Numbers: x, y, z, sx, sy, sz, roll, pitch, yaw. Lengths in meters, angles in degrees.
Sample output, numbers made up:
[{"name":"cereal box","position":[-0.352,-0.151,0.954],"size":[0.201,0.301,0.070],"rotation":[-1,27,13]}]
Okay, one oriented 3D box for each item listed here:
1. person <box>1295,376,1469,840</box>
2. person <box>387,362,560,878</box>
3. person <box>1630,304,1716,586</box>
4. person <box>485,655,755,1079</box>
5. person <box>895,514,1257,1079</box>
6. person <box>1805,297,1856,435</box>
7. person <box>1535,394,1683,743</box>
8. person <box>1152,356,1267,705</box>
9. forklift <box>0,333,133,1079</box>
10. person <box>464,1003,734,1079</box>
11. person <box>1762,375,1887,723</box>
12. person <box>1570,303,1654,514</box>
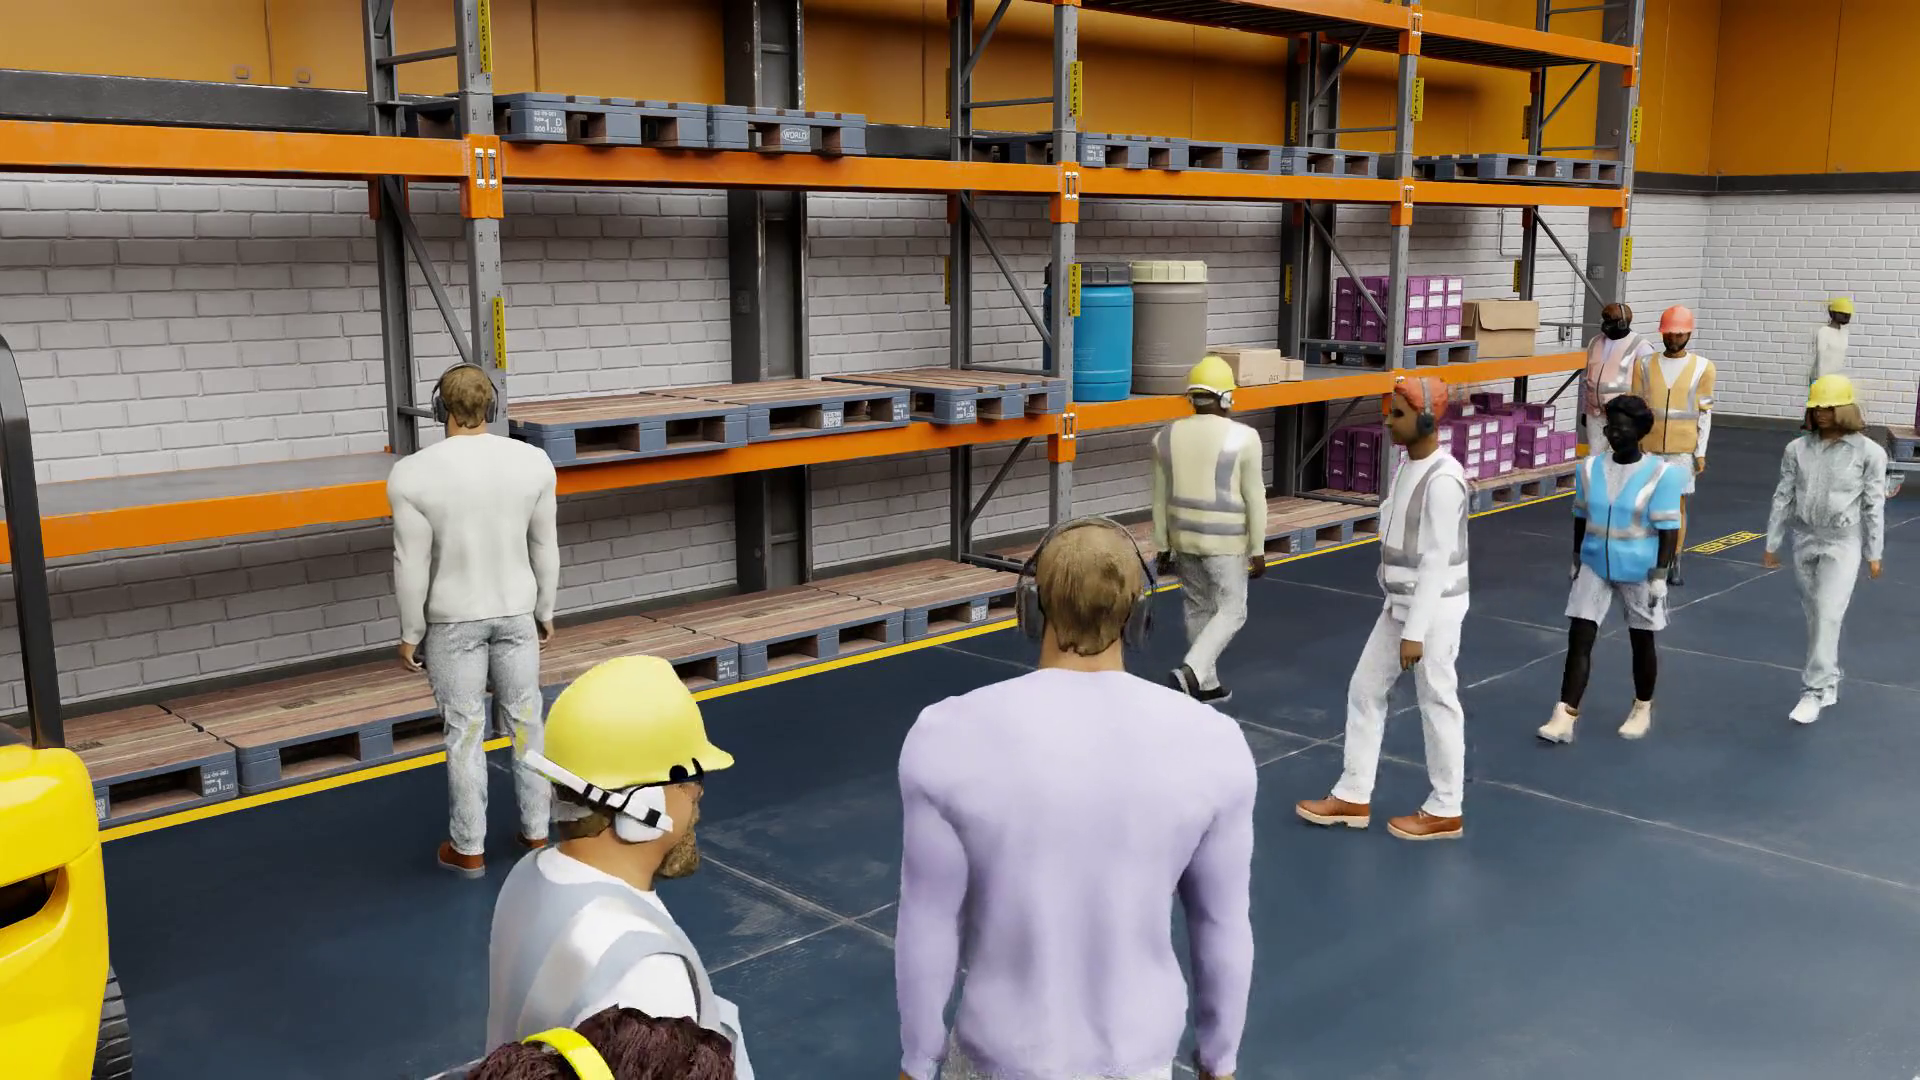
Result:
[{"name":"person","position":[1.674,0.289,6.549],"size":[0.775,1.859,0.606],"rotation":[0,10,-2]},{"name":"person","position":[-1.810,0.304,6.263],"size":[0.627,1.940,0.375],"rotation":[-7,12,-32]},{"name":"person","position":[4.877,-0.651,11.479],"size":[0.542,1.937,0.360],"rotation":[6,12,28]},{"name":"person","position":[-0.578,1.068,2.517],"size":[0.905,1.795,0.590],"rotation":[-4,11,-21]},{"name":"person","position":[0.207,0.912,2.989],"size":[0.649,1.921,0.478],"rotation":[-1,10,-4]},{"name":"person","position":[9.335,-1.726,17.850],"size":[0.541,1.749,0.411],"rotation":[-5,11,-24]},{"name":"person","position":[3.053,0.157,7.802],"size":[0.798,1.661,0.564],"rotation":[-9,14,-42]},{"name":"person","position":[1.218,-0.004,8.279],"size":[0.602,1.817,0.676],"rotation":[8,13,38]},{"name":"forklift","position":[-3.289,0.485,4.582],"size":[1.214,2.155,2.313],"rotation":[-10,14,-44]},{"name":"person","position":[-0.202,1.242,1.390],"size":[0.767,1.846,0.555],"rotation":[-9,14,-42]},{"name":"person","position":[4.244,0.044,8.264],"size":[0.769,1.709,0.511],"rotation":[-7,13,-35]},{"name":"person","position":[5.533,-1.084,14.112],"size":[0.430,1.841,0.624],"rotation":[-7,12,-32]}]
